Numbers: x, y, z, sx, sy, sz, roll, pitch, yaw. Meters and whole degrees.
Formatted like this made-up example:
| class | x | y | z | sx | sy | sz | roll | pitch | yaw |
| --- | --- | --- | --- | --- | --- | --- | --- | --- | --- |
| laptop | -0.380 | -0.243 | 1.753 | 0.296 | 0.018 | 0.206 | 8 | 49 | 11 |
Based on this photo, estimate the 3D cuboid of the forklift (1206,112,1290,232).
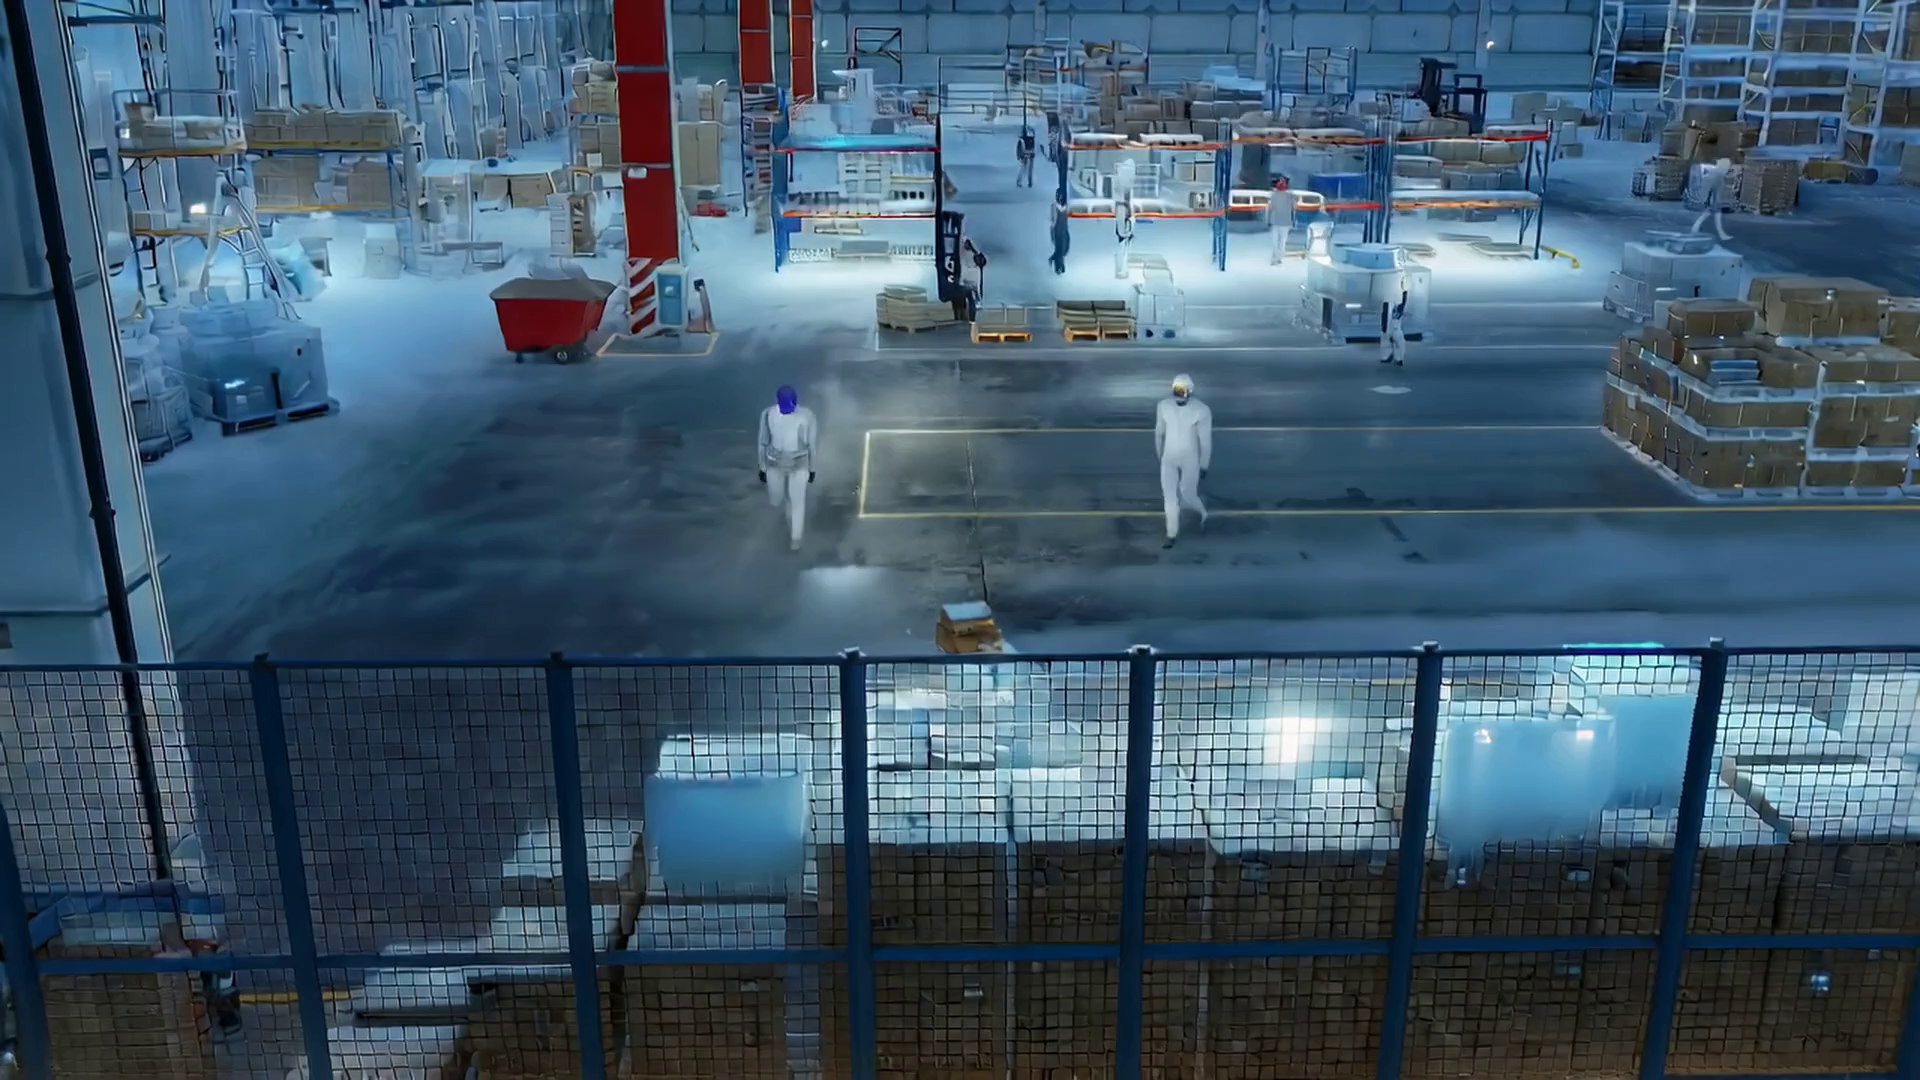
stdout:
| class | x | y | z | sx | sy | sz | roll | pitch | yaw |
| --- | --- | --- | --- | --- | --- | --- | --- | --- | --- |
| forklift | 7.038 | -8.943 | 40.400 | 1.873 | 2.768 | 1.129 | -1 | 19 | -1 |

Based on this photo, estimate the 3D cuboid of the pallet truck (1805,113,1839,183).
| class | x | y | z | sx | sy | sz | roll | pitch | yaw |
| --- | --- | --- | --- | --- | --- | --- | --- | --- | --- |
| pallet truck | 26.403 | -11.957 | 50.702 | 0.823 | 1.965 | 1.885 | 6 | 19 | 16 |

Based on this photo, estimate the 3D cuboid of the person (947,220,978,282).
| class | x | y | z | sx | sy | sz | roll | pitch | yaw |
| --- | --- | --- | --- | --- | --- | --- | --- | --- | --- |
| person | 0.035 | -5.169 | 31.093 | 0.557 | 1.645 | 0.592 | 14 | 23 | 35 |

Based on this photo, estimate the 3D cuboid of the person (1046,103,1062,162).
| class | x | y | z | sx | sy | sz | roll | pitch | yaw |
| --- | --- | --- | --- | --- | --- | --- | --- | --- | --- |
| person | 3.150 | -13.818 | 56.350 | 0.586 | 1.907 | 0.782 | -4 | 19 | -12 |

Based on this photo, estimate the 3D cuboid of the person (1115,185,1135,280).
| class | x | y | z | sx | sy | sz | roll | pitch | yaw |
| --- | --- | --- | --- | --- | --- | --- | --- | --- | --- |
| person | 3.380 | -6.301 | 34.046 | 0.396 | 1.919 | 0.590 | 10 | 21 | 28 |

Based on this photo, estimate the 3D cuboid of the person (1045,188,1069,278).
| class | x | y | z | sx | sy | sz | roll | pitch | yaw |
| --- | --- | --- | --- | --- | --- | --- | --- | --- | --- |
| person | 2.002 | -6.344 | 34.316 | 0.524 | 1.827 | 0.585 | -17 | 25 | -41 |

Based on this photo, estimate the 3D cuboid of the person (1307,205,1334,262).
| class | x | y | z | sx | sy | sz | roll | pitch | yaw |
| --- | --- | --- | --- | --- | --- | --- | --- | --- | --- |
| person | 6.996 | -5.647 | 32.377 | 0.494 | 1.741 | 0.308 | 1 | 19 | 3 |

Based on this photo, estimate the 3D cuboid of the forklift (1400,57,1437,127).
| class | x | y | z | sx | sy | sz | roll | pitch | yaw |
| --- | --- | --- | --- | --- | --- | --- | --- | --- | --- |
| forklift | 19.315 | -18.501 | 68.754 | 1.873 | 2.768 | 1.129 | -1 | 19 | -1 |

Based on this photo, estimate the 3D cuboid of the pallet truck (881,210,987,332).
| class | x | y | z | sx | sy | sz | roll | pitch | yaw |
| --- | --- | --- | --- | --- | --- | --- | --- | --- | --- |
| pallet truck | -0.493 | -4.759 | 29.349 | 1.885 | 1.965 | 0.823 | -13 | 23 | -34 |

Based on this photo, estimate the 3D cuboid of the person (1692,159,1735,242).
| class | x | y | z | sx | sy | sz | roll | pitch | yaw |
| --- | --- | --- | --- | --- | --- | --- | --- | --- | --- |
| person | 17.767 | -7.985 | 39.061 | 1.025 | 1.898 | 0.707 | 9 | 20 | 24 |

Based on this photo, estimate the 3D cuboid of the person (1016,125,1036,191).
| class | x | y | z | sx | sy | sz | roll | pitch | yaw |
| --- | --- | --- | --- | --- | --- | --- | --- | --- | --- |
| person | 1.918 | -11.133 | 48.462 | 0.580 | 1.866 | 0.565 | -9 | 21 | -26 |

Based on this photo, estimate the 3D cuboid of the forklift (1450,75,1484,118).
| class | x | y | z | sx | sy | sz | roll | pitch | yaw |
| --- | --- | --- | --- | --- | --- | --- | --- | --- | --- |
| forklift | 17.159 | -14.386 | 56.549 | 1.129 | 2.768 | 1.873 | -1 | 19 | -2 |

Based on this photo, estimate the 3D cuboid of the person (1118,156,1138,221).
| class | x | y | z | sx | sy | sz | roll | pitch | yaw |
| --- | --- | --- | --- | --- | --- | --- | --- | --- | --- |
| person | 4.015 | -8.142 | 39.490 | 0.435 | 1.928 | 0.652 | -13 | 23 | -34 |

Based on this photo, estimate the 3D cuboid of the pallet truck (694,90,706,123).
| class | x | y | z | sx | sy | sz | roll | pitch | yaw |
| --- | --- | --- | --- | --- | --- | --- | --- | --- | --- |
| pallet truck | -9.671 | -15.907 | 62.421 | 0.823 | 1.965 | 1.885 | 5 | 19 | 15 |

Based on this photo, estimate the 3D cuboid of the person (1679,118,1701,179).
| class | x | y | z | sx | sy | sz | roll | pitch | yaw |
| --- | --- | --- | --- | --- | --- | --- | --- | --- | --- |
| person | 22.406 | -12.016 | 51.117 | 0.709 | 1.838 | 0.540 | -12 | 22 | -32 |

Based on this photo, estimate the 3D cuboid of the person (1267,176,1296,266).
| class | x | y | z | sx | sy | sz | roll | pitch | yaw |
| --- | --- | --- | --- | --- | --- | --- | --- | --- | --- |
| person | 6.856 | -6.815 | 35.572 | 0.616 | 1.914 | 0.427 | 1 | 19 | 3 |

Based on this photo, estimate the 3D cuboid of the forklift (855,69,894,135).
| class | x | y | z | sx | sy | sz | roll | pitch | yaw |
| --- | --- | --- | --- | --- | --- | --- | --- | --- | --- |
| forklift | -3.395 | -15.525 | 59.928 | 1.873 | 2.768 | 1.129 | -10 | 21 | -26 |

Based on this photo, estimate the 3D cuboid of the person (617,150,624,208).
| class | x | y | z | sx | sy | sz | roll | pitch | yaw |
| --- | --- | --- | --- | --- | --- | --- | --- | --- | --- |
| person | -8.887 | -9.846 | 44.544 | 0.542 | 1.930 | 0.375 | -8 | 20 | -23 |

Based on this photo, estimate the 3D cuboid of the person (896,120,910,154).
| class | x | y | z | sx | sy | sz | roll | pitch | yaw |
| --- | --- | --- | --- | --- | --- | --- | --- | --- | --- |
| person | -1.846 | -12.682 | 53.477 | 0.518 | 1.604 | 0.855 | -7 | 20 | -20 |

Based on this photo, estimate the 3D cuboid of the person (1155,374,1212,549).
| class | x | y | z | sx | sy | sz | roll | pitch | yaw |
| --- | --- | --- | --- | --- | --- | --- | --- | --- | --- |
| person | 2.429 | -0.882 | 17.965 | 0.636 | 1.921 | 0.661 | 11 | 21 | 29 |

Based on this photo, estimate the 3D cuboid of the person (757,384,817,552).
| class | x | y | z | sx | sy | sz | roll | pitch | yaw |
| --- | --- | --- | --- | --- | --- | --- | --- | --- | --- |
| person | -1.848 | -0.811 | 17.906 | 0.636 | 1.823 | 0.578 | 1 | 19 | 2 |

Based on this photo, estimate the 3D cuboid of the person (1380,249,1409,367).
| class | x | y | z | sx | sy | sz | roll | pitch | yaw |
| --- | --- | --- | --- | --- | --- | --- | --- | --- | --- |
| person | 6.916 | -3.672 | 26.330 | 0.315 | 1.864 | 0.526 | 1 | 19 | 2 |

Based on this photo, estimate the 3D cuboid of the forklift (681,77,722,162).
| class | x | y | z | sx | sy | sz | roll | pitch | yaw |
| --- | --- | --- | --- | --- | --- | --- | --- | --- | --- |
| forklift | -8.926 | -13.867 | 55.007 | 1.873 | 2.768 | 1.129 | -1 | 19 | -1 |
